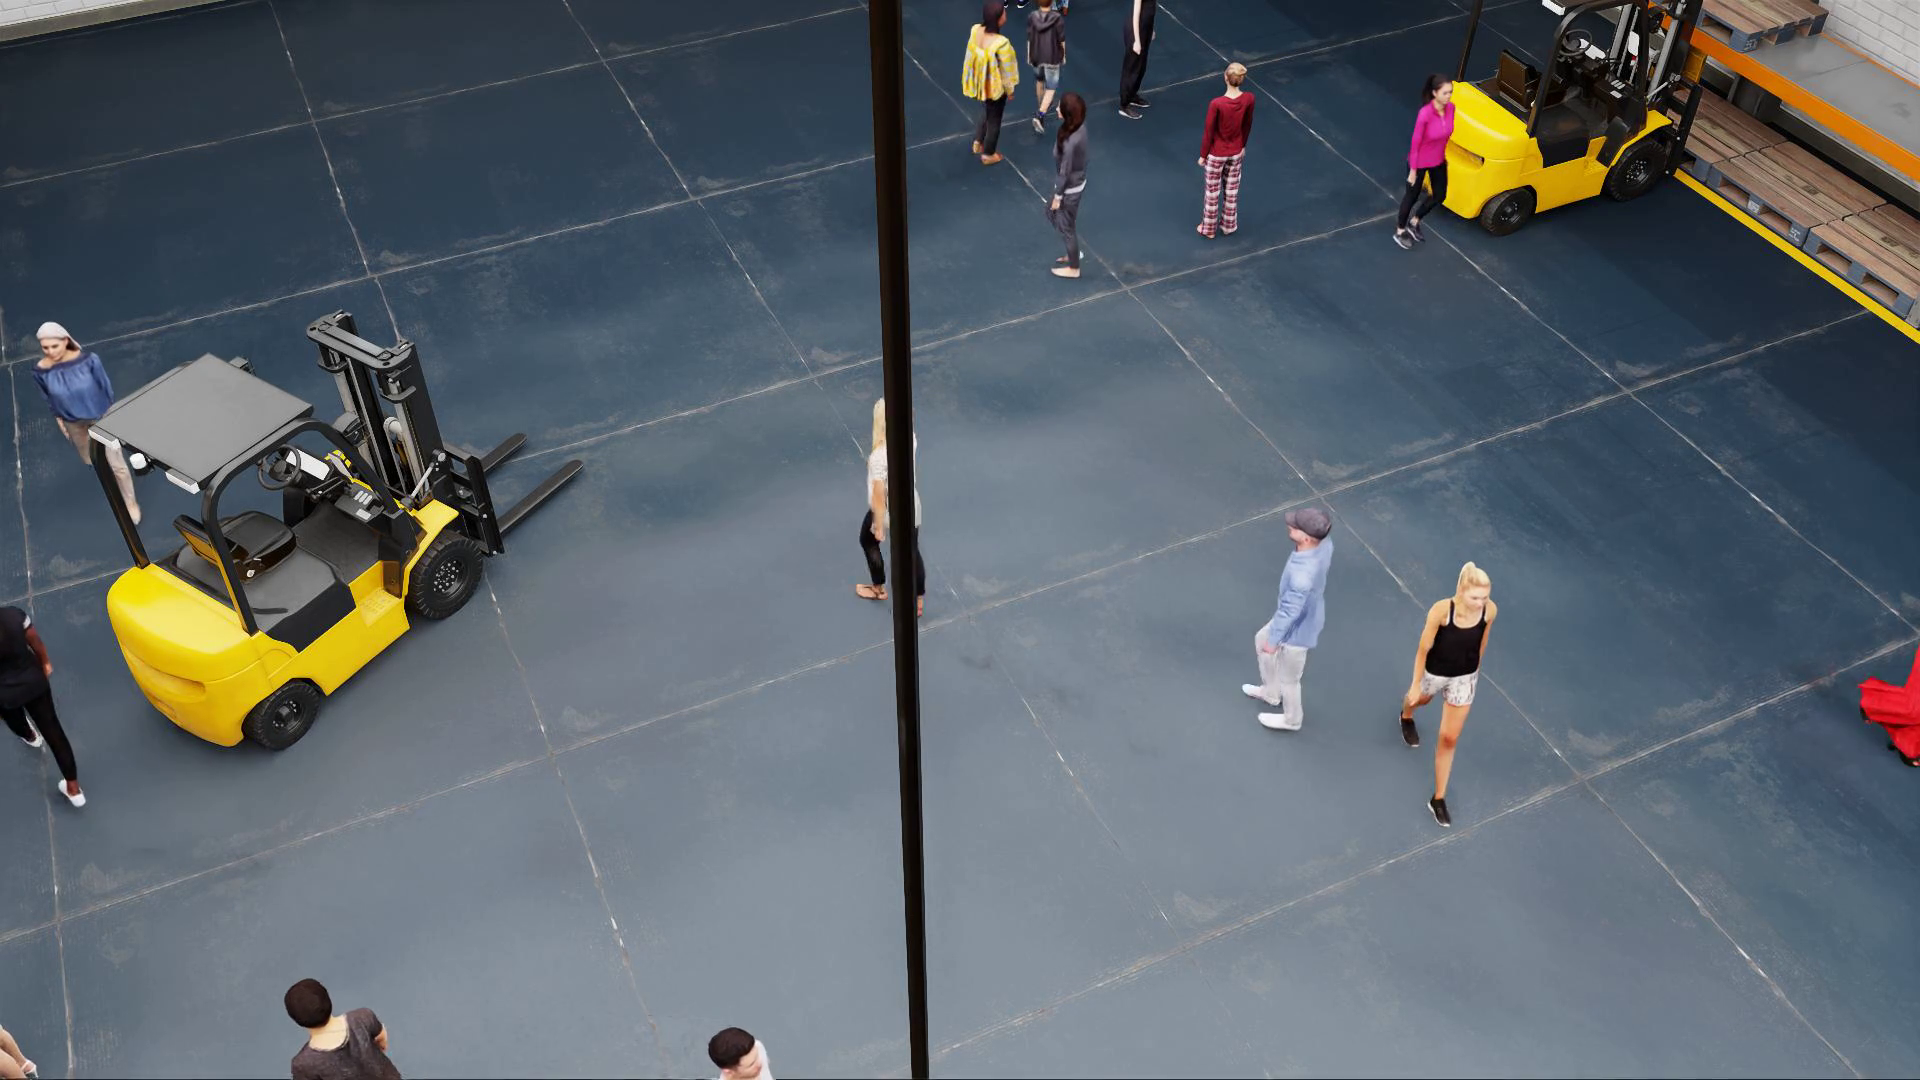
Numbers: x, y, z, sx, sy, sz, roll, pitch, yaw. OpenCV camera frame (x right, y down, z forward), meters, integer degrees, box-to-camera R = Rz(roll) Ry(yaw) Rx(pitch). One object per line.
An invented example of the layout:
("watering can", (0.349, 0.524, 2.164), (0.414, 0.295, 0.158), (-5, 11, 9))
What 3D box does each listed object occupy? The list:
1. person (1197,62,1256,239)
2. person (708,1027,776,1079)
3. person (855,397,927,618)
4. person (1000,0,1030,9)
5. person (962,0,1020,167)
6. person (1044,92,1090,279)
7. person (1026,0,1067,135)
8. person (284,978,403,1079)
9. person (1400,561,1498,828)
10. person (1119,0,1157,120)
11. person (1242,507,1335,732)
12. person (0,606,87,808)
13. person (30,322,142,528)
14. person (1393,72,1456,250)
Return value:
("person", (2.340, -3.447, 14.691), (0.633, 1.698, 0.517), (-14, 45, -15))
("person", (-1.109, 2.868, 7.957), (0.886, 1.843, 0.820), (13, 45, 13))
("person", (-0.361, -0.157, 11.158), (0.883, 1.808, 0.800), (29, 51, 27))
("person", (0.591, -6.424, 18.138), (0.590, 1.254, 0.631), (6, 44, 6))
("person", (0.229, -4.235, 15.558), (0.870, 1.643, 0.781), (-32, 52, -29))
("person", (1.014, -3.013, 14.192), (0.803, 1.757, 0.718), (7, 44, 7))
("person", (0.818, -4.668, 16.167), (0.910, 1.429, 0.938), (17, 46, 17))
("person", (-2.903, 2.761, 8.192), (0.841, 1.673, 1.166), (-31, 52, -29))
("person", (2.946, 0.768, 10.201), (0.948, 1.787, 1.282), (-2, 44, -2))
("person", (1.747, -5.015, 16.301), (0.704, 1.747, 0.664), (19, 47, 19))
("person", (2.178, 0.541, 10.379), (0.880, 1.872, 0.825), (16, 46, 17))
("person", (-5.658, 0.953, 10.070), (0.833, 1.701, 1.191), (-32, 52, -29))
("person", (-6.299, -0.913, 12.051), (0.680, 1.680, 1.005), (-14, 45, -14))
("person", (4.035, -3.356, 14.610), (0.609, 1.688, 0.592), (-21, 47, -21))
